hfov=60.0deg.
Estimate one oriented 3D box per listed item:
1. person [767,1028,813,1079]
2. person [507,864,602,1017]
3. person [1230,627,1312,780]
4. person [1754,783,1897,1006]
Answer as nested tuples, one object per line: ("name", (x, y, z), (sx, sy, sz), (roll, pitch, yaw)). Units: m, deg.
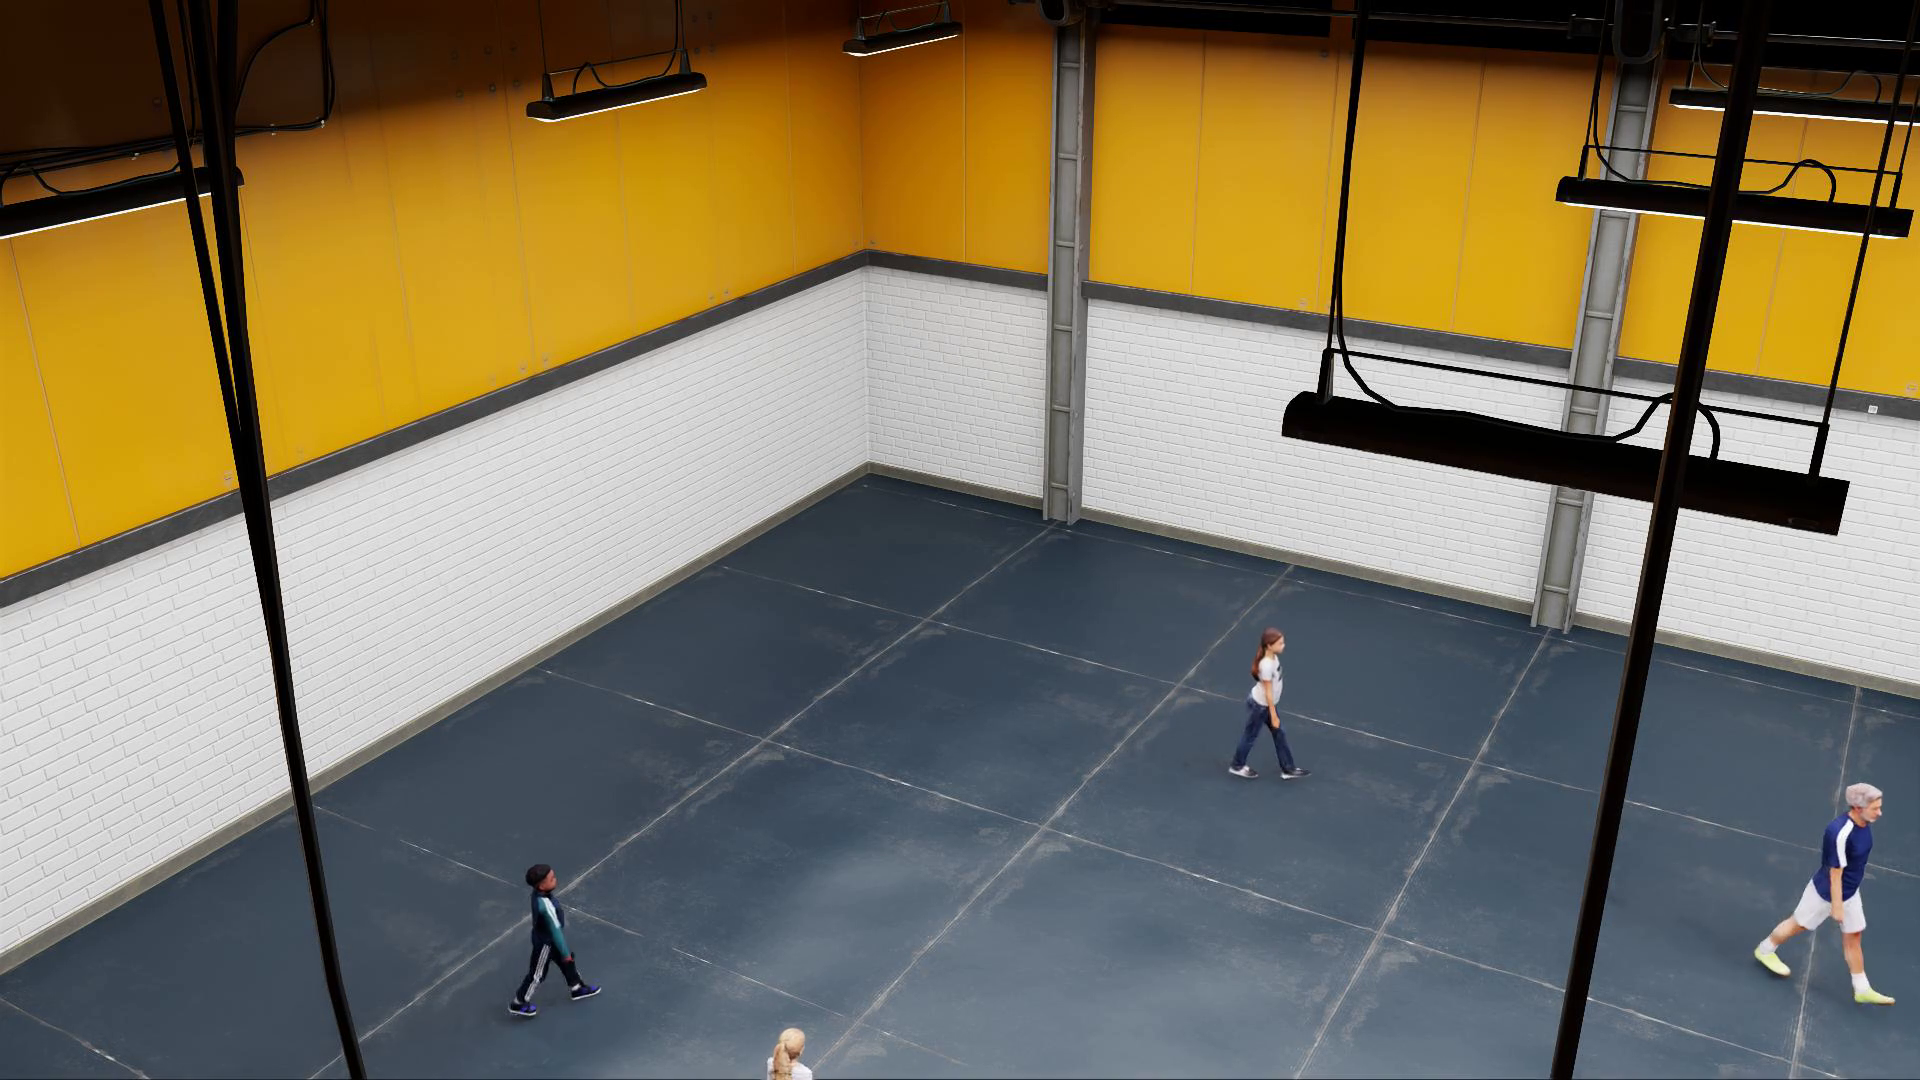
("person", (-1.104, 3.641, 10.418), (0.894, 1.260, 0.688), (6, 24, 14))
("person", (-3.061, 2.925, 12.087), (0.908, 1.235, 0.882), (-8, 25, -18))
("person", (2.665, 1.485, 15.018), (0.990, 1.526, 0.657), (8, 25, 18))
("person", (6.356, 2.548, 12.264), (0.911, 1.783, 1.296), (-19, 30, -37))
